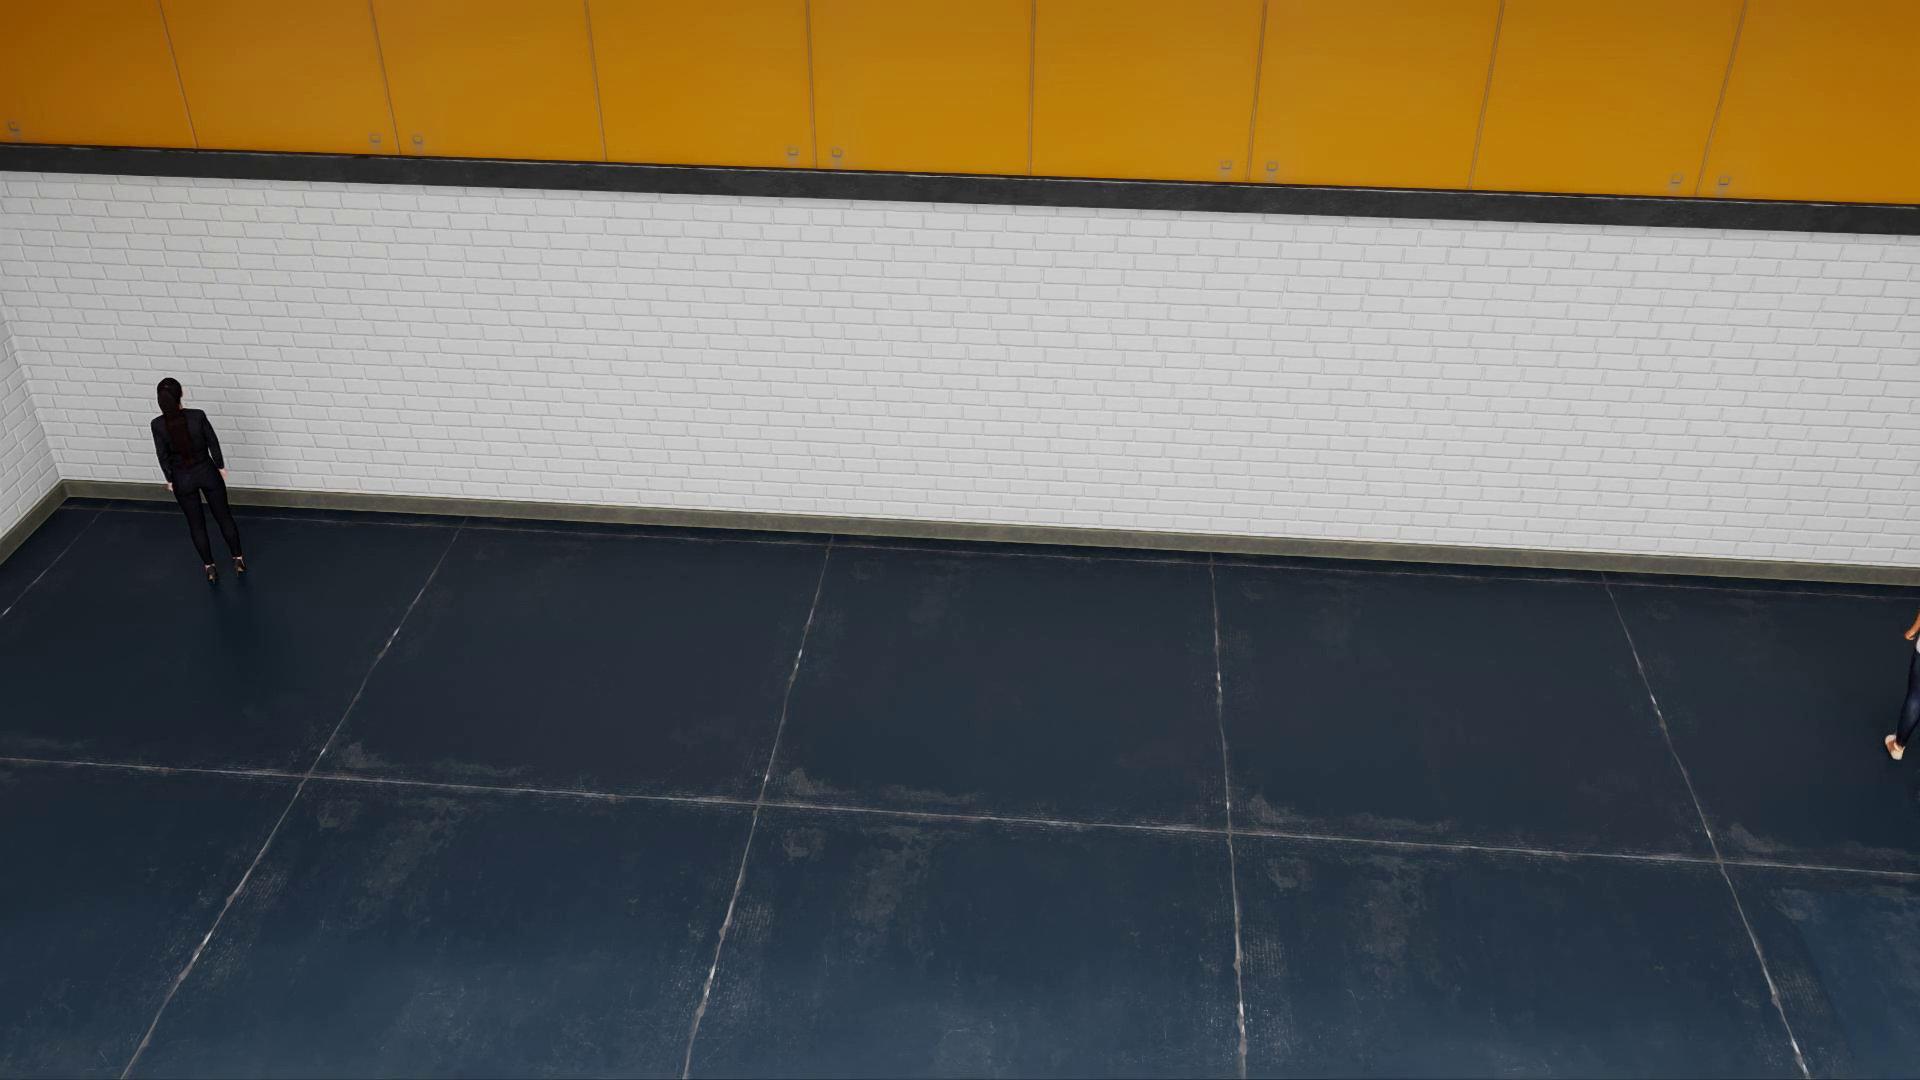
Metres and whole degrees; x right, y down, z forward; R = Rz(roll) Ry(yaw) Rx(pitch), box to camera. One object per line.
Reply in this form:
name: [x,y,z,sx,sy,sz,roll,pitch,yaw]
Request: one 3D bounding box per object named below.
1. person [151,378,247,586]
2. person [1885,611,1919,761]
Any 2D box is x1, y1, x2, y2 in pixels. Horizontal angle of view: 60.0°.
person: [-5.667,-0.449,12.358,0.643,1.712,0.653,-16,37,-22]
person: [6.274,0.704,10.559,0.656,1.782,0.626,10,35,14]
